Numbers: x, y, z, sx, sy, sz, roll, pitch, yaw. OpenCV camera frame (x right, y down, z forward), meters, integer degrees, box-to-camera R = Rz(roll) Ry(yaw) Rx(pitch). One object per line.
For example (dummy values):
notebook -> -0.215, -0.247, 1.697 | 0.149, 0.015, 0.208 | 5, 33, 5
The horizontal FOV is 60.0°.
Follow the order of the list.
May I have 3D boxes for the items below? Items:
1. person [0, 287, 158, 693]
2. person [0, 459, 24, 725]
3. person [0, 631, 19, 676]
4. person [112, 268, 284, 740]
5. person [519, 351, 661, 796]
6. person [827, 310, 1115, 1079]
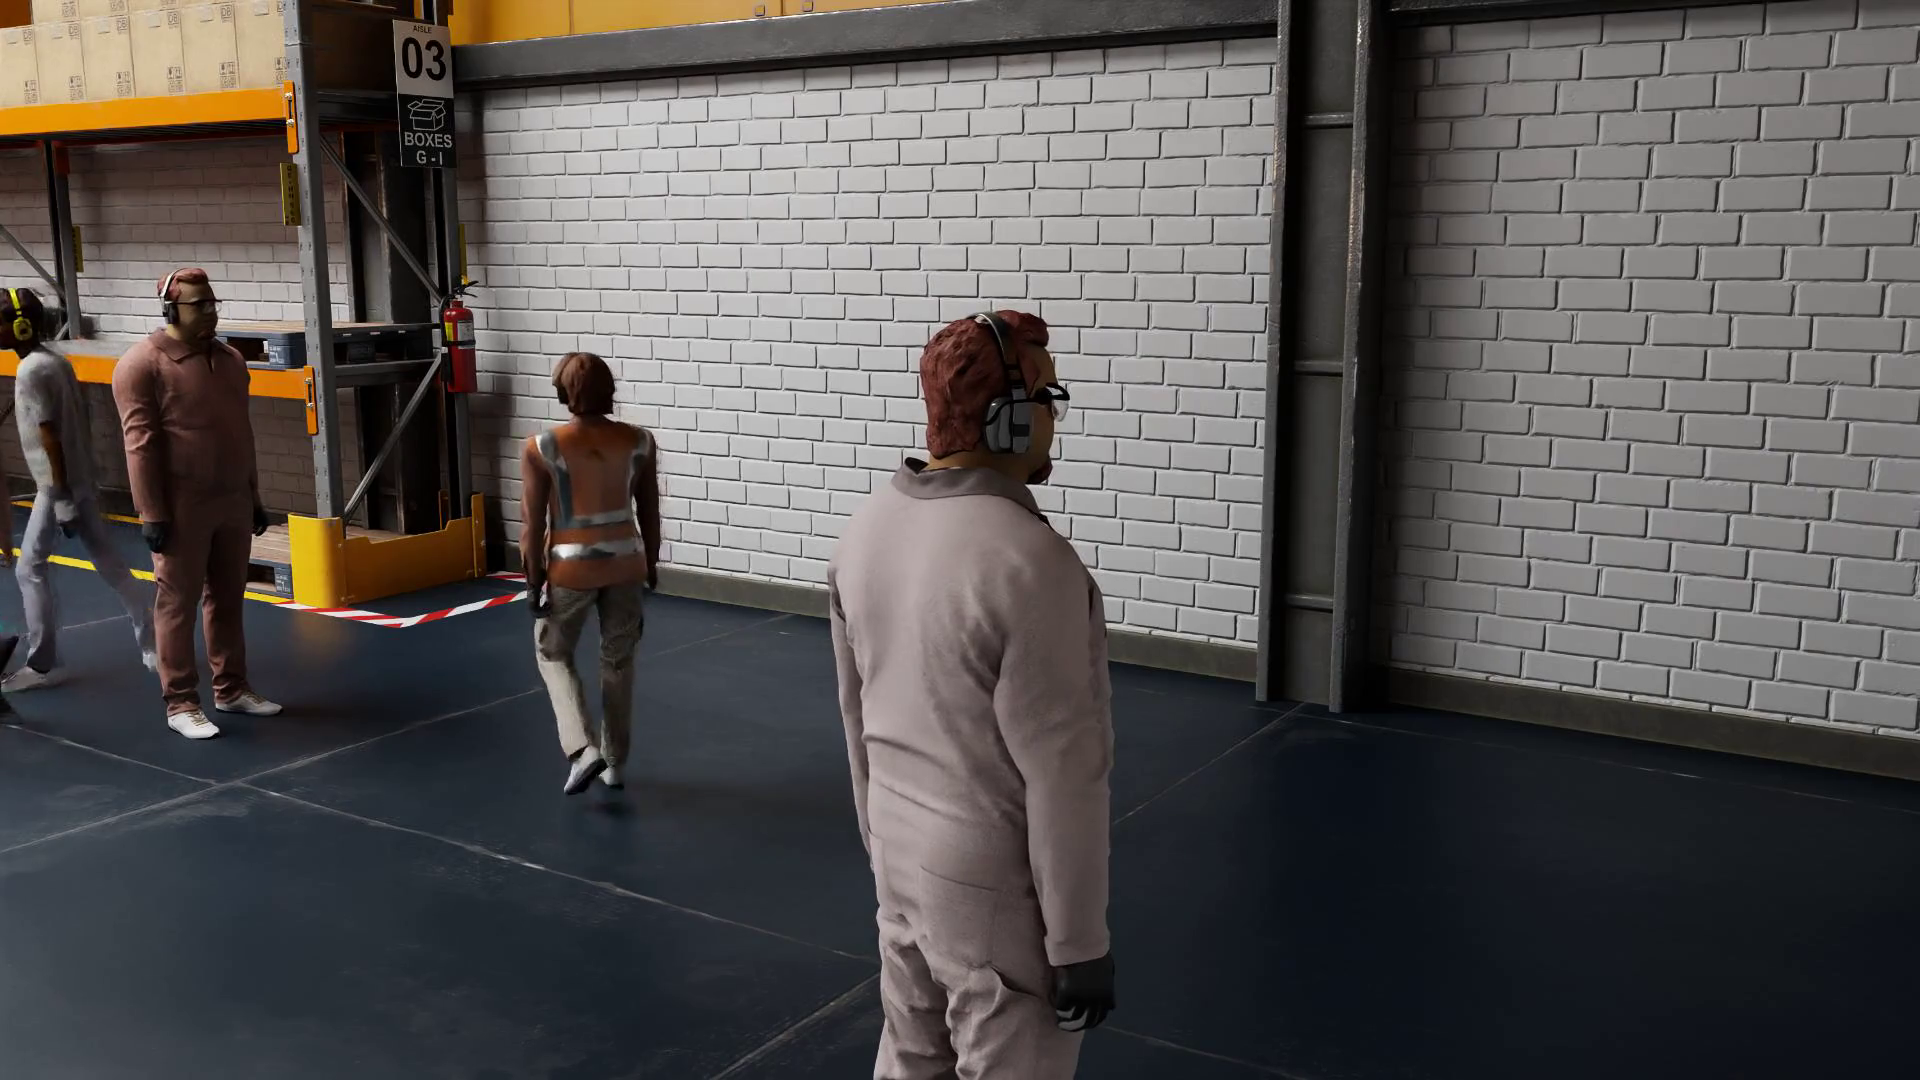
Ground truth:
person -> -4.060, -0.239, 7.615 | 0.694, 1.822, 0.599 | -2, 10, -9
person -> -4.069, -0.014, 6.596 | 0.541, 1.724, 0.692 | -6, 12, -30
person -> -4.573, -0.174, 7.419 | 0.671, 1.745, 0.535 | 1, 10, 6
person -> -3.113, -0.155, 6.863 | 0.409, 1.909, 0.641 | 4, 11, 19
person -> -1.321, 0.136, 6.016 | 0.538, 1.629, 0.427 | -5, 11, -27
person -> 0.055, 0.573, 2.824 | 0.407, 1.910, 0.639 | -7, 12, -34
